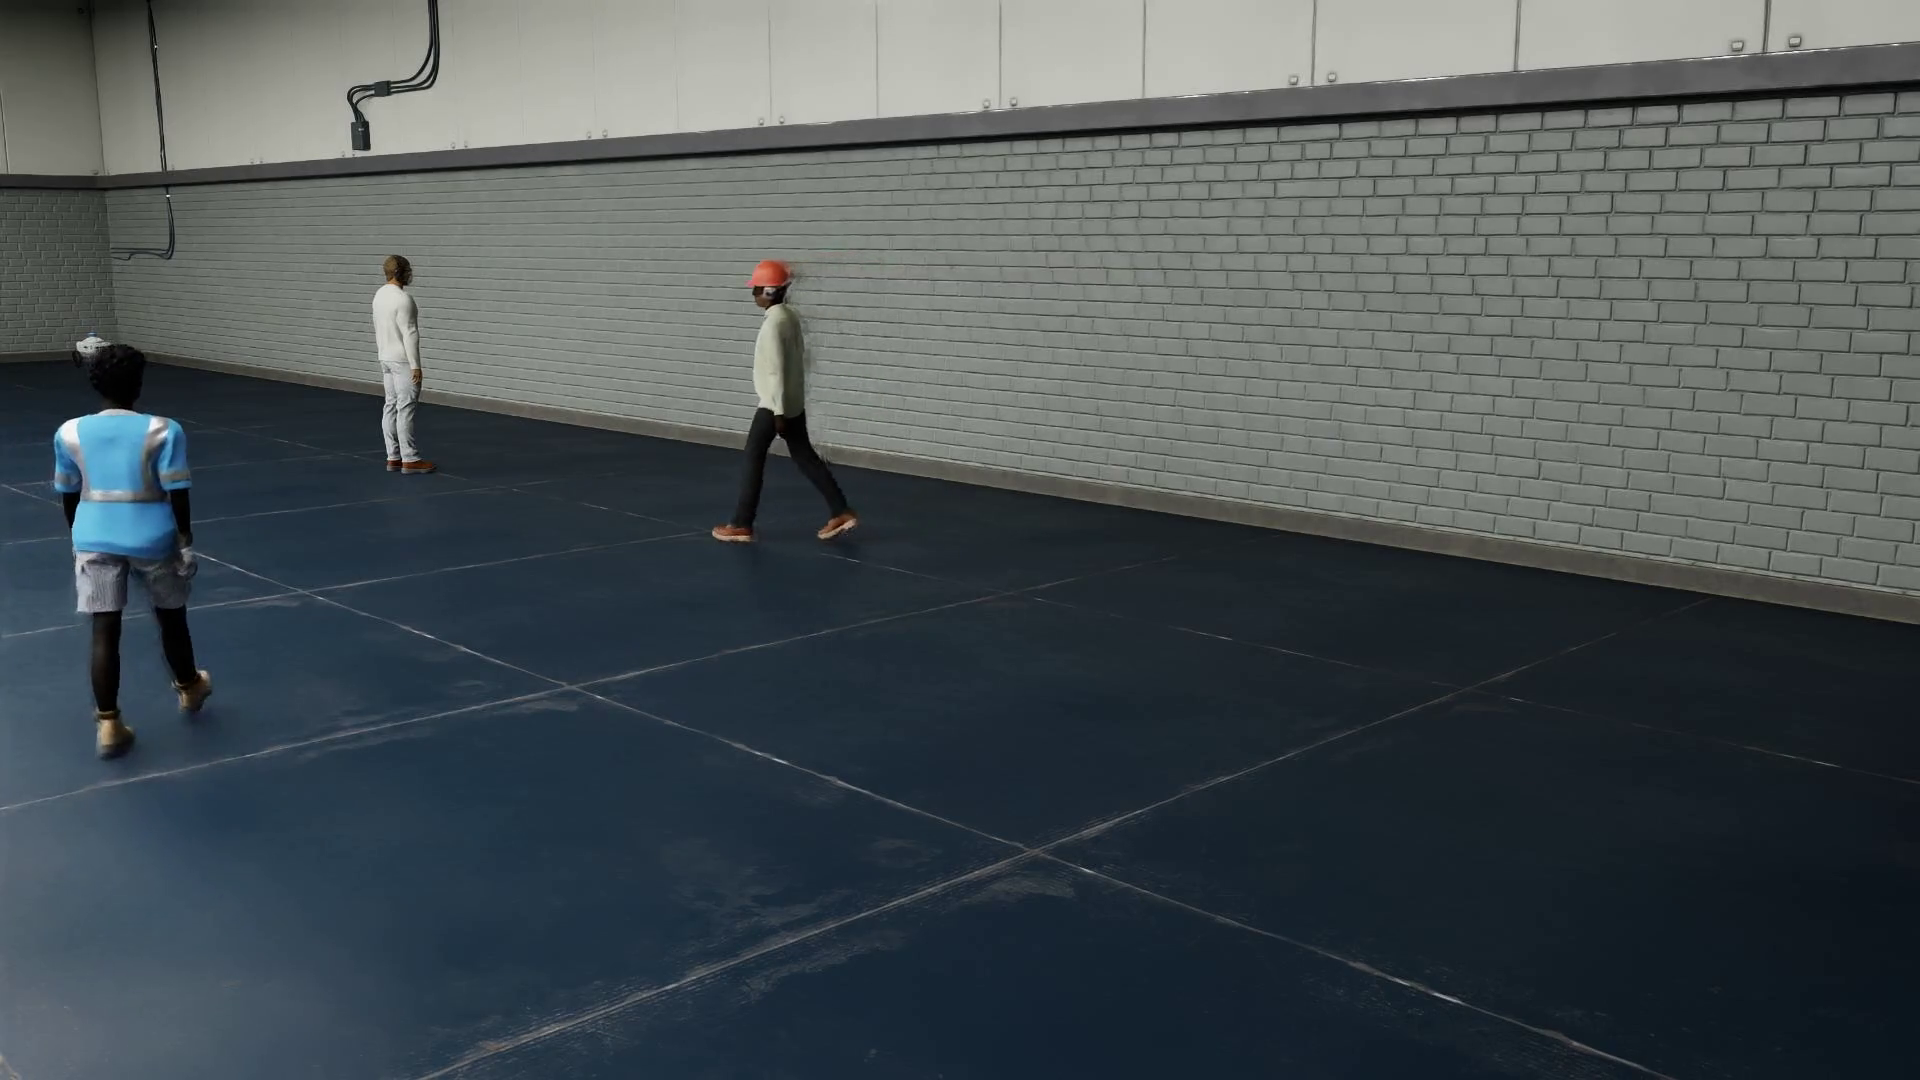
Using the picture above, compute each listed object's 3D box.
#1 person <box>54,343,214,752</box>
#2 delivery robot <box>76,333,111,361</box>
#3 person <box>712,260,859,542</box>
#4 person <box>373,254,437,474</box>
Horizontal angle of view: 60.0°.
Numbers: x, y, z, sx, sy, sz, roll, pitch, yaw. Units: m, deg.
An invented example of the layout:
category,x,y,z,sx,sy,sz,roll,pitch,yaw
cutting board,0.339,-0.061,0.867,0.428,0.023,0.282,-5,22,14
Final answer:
category,x,y,z,sx,sy,sz,roll,pitch,yaw
person,-3.488,0.003,7.041,0.563,1.652,0.848,-2,11,-9
delivery robot,-13.955,-3.092,26.803,0.477,0.478,0.707,-10,14,-44
person,-1.193,-0.955,11.510,1.010,1.954,0.618,2,11,13
person,-5.004,-1.576,14.901,0.372,1.940,0.630,-10,15,-44
